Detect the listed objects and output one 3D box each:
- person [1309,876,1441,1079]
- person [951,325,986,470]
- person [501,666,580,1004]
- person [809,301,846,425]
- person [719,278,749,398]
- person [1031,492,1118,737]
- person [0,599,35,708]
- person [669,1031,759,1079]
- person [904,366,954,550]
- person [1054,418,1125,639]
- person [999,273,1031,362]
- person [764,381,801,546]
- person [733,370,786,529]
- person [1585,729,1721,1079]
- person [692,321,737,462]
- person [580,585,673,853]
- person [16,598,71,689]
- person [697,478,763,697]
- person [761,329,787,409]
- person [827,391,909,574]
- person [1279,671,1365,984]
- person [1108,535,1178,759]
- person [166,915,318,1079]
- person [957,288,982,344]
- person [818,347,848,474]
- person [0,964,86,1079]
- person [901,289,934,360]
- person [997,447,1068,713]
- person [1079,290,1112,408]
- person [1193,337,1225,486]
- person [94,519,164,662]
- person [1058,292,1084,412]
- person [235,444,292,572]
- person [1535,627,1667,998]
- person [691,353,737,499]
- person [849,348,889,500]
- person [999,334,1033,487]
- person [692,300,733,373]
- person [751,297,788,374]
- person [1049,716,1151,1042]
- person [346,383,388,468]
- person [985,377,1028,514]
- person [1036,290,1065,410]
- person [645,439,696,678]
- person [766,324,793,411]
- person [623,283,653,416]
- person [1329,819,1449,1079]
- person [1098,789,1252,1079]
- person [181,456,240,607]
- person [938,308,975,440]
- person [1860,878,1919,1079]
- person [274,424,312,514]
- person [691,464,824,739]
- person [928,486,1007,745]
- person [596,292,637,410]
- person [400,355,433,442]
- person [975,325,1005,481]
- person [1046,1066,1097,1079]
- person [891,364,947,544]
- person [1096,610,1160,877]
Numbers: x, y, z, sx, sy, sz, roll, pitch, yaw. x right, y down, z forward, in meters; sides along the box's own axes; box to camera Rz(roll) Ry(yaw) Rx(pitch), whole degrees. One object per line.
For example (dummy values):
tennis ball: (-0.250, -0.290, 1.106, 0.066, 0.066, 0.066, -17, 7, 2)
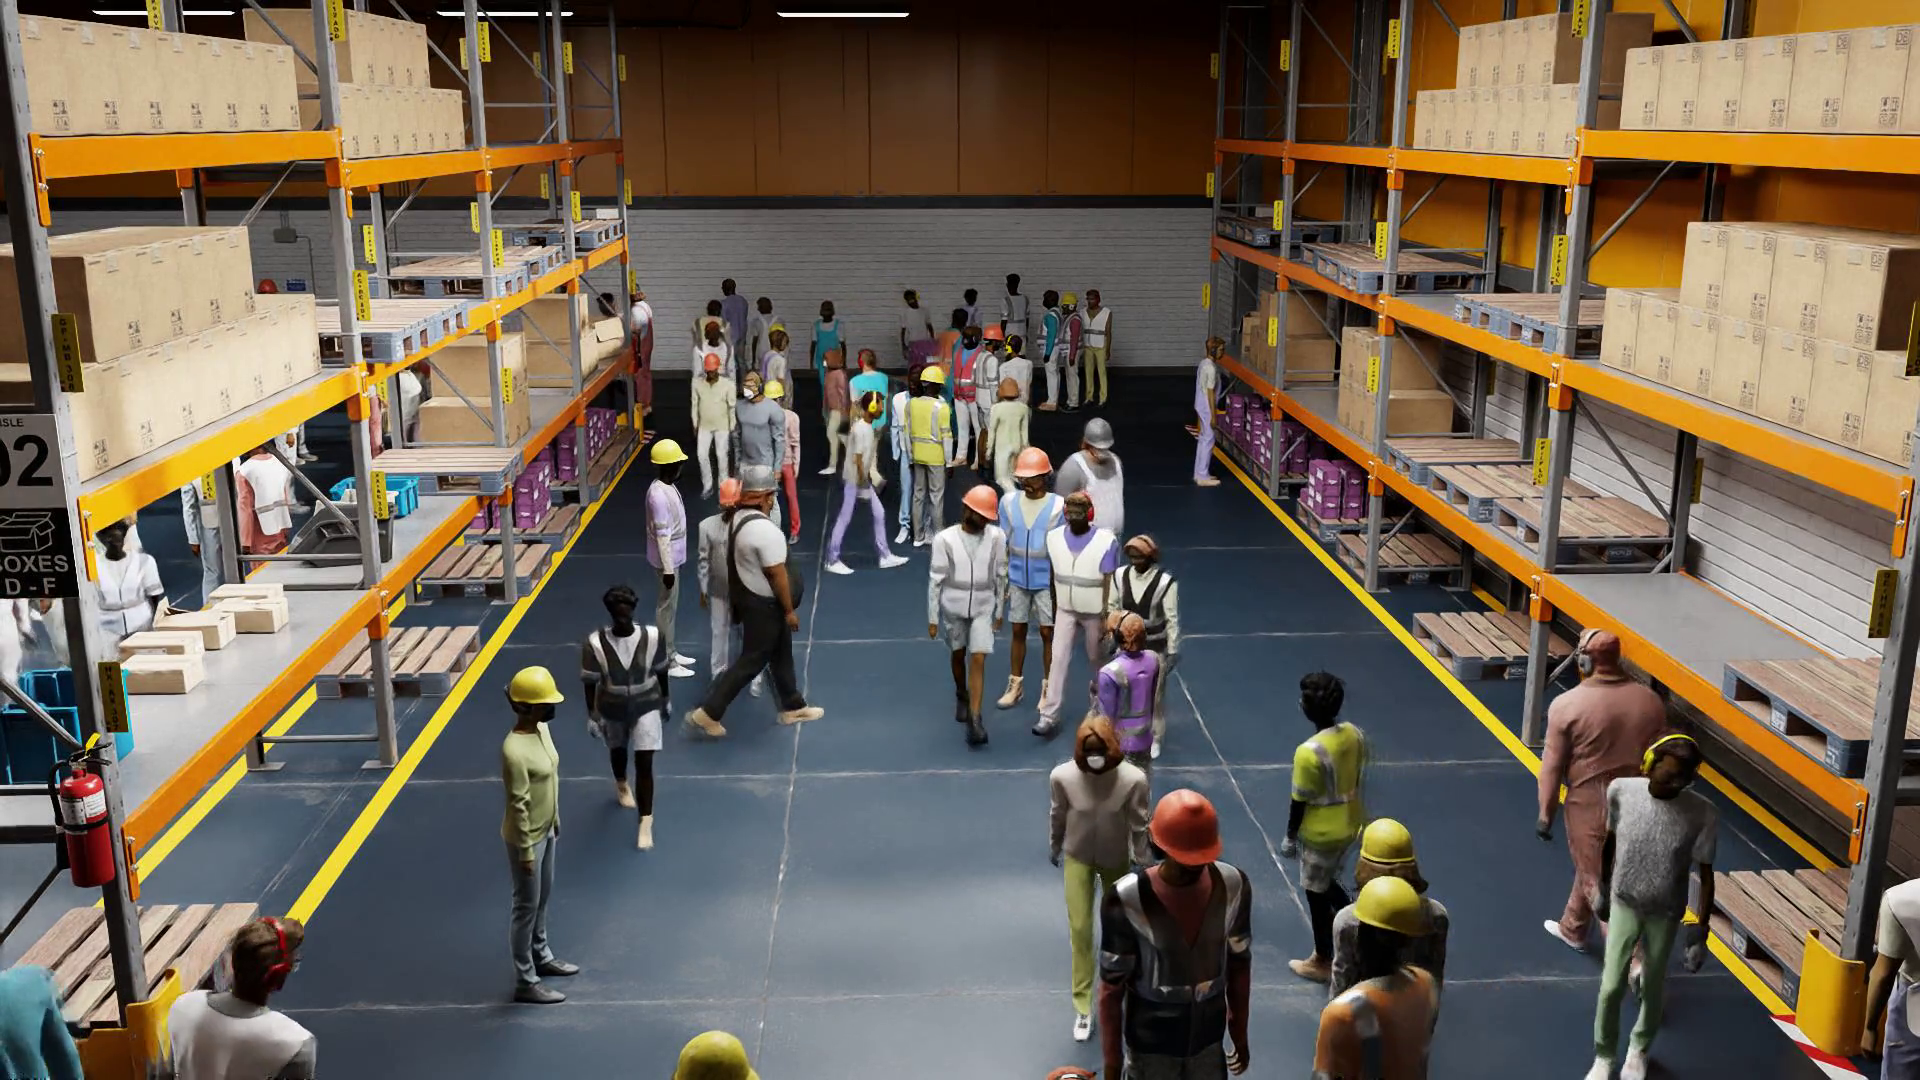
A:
person: (1.411, 2.100, 5.802, 0.660, 1.882, 0.610, -13, 19, -42)
person: (0.124, -1.824, 21.277, 0.619, 1.845, 0.430, 11, 18, 36)
person: (-2.144, 1.485, 8.454, 0.339, 1.761, 0.527, 1, 14, 3)
person: (-1.938, -2.555, 24.168, 0.518, 1.829, 0.581, 2, 14, 10)
person: (-3.616, -3.199, 26.504, 0.374, 1.933, 0.625, 10, 17, 34)
person: (0.845, 0.541, 12.083, 0.571, 1.794, 0.967, 6, 16, 24)
person: (-6.763, 0.640, 11.492, 0.403, 1.903, 0.652, 12, 19, 40)
person: (-0.758, 2.324, 5.207, 0.322, 1.737, 0.485, 5, 15, 18)
person: (-0.305, -0.846, 17.288, 0.584, 1.917, 0.381, 10, 17, 34)
person: (1.108, -0.124, 14.206, 0.770, 2.000, 0.736, -10, 18, -35)
person: (0.871, -3.329, 26.934, 0.608, 1.966, 0.374, -11, 18, -36)
person: (-1.919, -0.805, 17.451, 0.524, 1.759, 0.358, 4, 15, 17)
person: (-2.052, -0.760, 16.906, 0.636, 1.939, 0.362, 9, 17, 33)
person: (3.133, 1.681, 7.539, 0.532, 1.828, 0.642, 9, 17, 31)
person: (-3.253, -1.988, 21.931, 0.605, 1.851, 0.873, -5, 15, -18)
person: (-2.092, 1.031, 10.464, 0.552, 1.649, 0.895, -3, 15, -12)
person: (-7.091, 0.373, 12.569, 0.619, 1.881, 0.865, 3, 15, 12)
person: (-1.745, 0.371, 12.858, 0.569, 1.742, 0.351, 0, 14, 0)
person: (-2.332, -1.747, 21.013, 0.348, 1.833, 0.513, -9, 17, -32)
person: (-0.922, -0.571, 16.434, 0.808, 1.811, 0.537, 3, 15, 13)
person: (1.899, 1.495, 8.556, 0.400, 1.678, 0.527, 11, 18, 37)
person: (1.258, 0.757, 11.567, 0.548, 1.618, 0.520, 7, 16, 26)
person: (-2.462, 2.172, 5.667, 0.635, 1.806, 0.596, 5, 15, 20)
person: (0.135, -3.299, 27.373, 0.542, 1.677, 0.564, 11, 18, 36)
person: (-1.521, -1.645, 21.030, 0.585, 1.611, 0.501, -7, 16, -24)
person: (-3.223, 2.119, 5.596, 0.435, 1.952, 0.686, 6, 15, 22)
person: (-0.610, -3.030, 26.090, 0.597, 1.806, 0.675, -6, 16, -23)
person: (0.554, 0.305, 12.515, 0.609, 2.044, 0.395, 6, 15, 22)
person: (2.096, -2.971, 25.810, 0.569, 1.832, 0.398, 9, 17, 31)
person: (3.034, -1.567, 20.289, 0.339, 1.833, 0.522, -1, 14, -2)
person: (-5.936, 0.660, 11.849, 0.552, 1.669, 0.695, -9, 17, -31)
person: (1.686, -2.867, 25.407, 0.403, 1.824, 0.594, -1, 14, -4)
person: (-5.939, -0.064, 14.242, 0.401, 1.910, 0.599, 3, 15, 11)
person: (3.365, 1.409, 8.610, 0.651, 1.850, 0.932, -4, 15, -15)
person: (-2.906, -1.334, 19.549, 0.587, 1.730, 0.593, 2, 14, 9)
person: (-1.008, -1.307, 19.307, 0.572, 1.818, 0.593, -13, 19, -42)
person: (0.672, -1.571, 20.253, 0.514, 1.861, 0.325, -9, 17, -31)
person: (-3.643, -2.648, 24.635, 0.607, 1.781, 0.975, 0, 14, 0)
person: (-2.849, -2.744, 24.966, 0.570, 1.792, 0.905, -3, 15, -10)
person: (0.701, 1.592, 8.407, 0.508, 1.574, 0.941, 1, 14, 2)
person: (-7.567, -1.872, 21.183, 0.620, 1.985, 0.408, 4, 15, 15)
person: (0.570, -1.001, 18.490, 0.502, 1.614, 0.653, -9, 17, -33)
person: (1.387, -2.913, 25.554, 0.429, 1.844, 0.624, 3, 15, 12)
person: (-2.335, 0.141, 13.384, 0.356, 1.929, 0.592, -2, 14, -6)
person: (-2.410, -2.031, 22.298, 0.328, 1.738, 0.502, 3, 15, 13)
person: (-4.894, -2.882, 25.030, 0.536, 2.000, 0.680, 2, 14, 7)
person: (1.689, 1.945, 6.689, 0.484, 1.737, 0.307, -3, 15, -11)
person: (0.826, 1.890, 6.333, 0.611, 2.030, 0.410, -4, 15, -15)
person: (-6.421, -0.097, 14.372, 0.402, 1.908, 0.598, 7, 16, 26)
person: (-0.167, -2.260, 22.931, 0.836, 1.881, 0.615, -5, 15, -20)
person: (3.867, 1.923, 6.583, 0.560, 1.836, 0.394, 0, 14, 1)
person: (-7.653, -1.274, 18.905, 0.405, 1.946, 0.610, -7, 16, -27)
person: (-1.511, 0.420, 12.072, 0.991, 2.000, 0.682, -6, 15, -21)
person: (0.060, 0.522, 12.028, 0.580, 1.853, 0.997, -1, 14, -4)
person: (-5.030, -2.647, 24.318, 0.658, 1.945, 0.570, 10, 17, 35)
person: (-7.414, -2.290, 22.900, 0.626, 1.939, 0.521, -3, 15, -10)
person: (0.385, -1.699, 20.620, 0.385, 1.929, 0.543, -4, 15, -17)
person: (0.313, 2.375, 4.726, 0.575, 1.880, 0.358, 2, 14, 8)
person: (-0.434, -0.911, 17.544, 0.590, 1.916, 0.398, 2, 14, 9)
person: (0.977, 1.204, 9.794, 0.307, 1.641, 0.514, 12, 19, 40)
